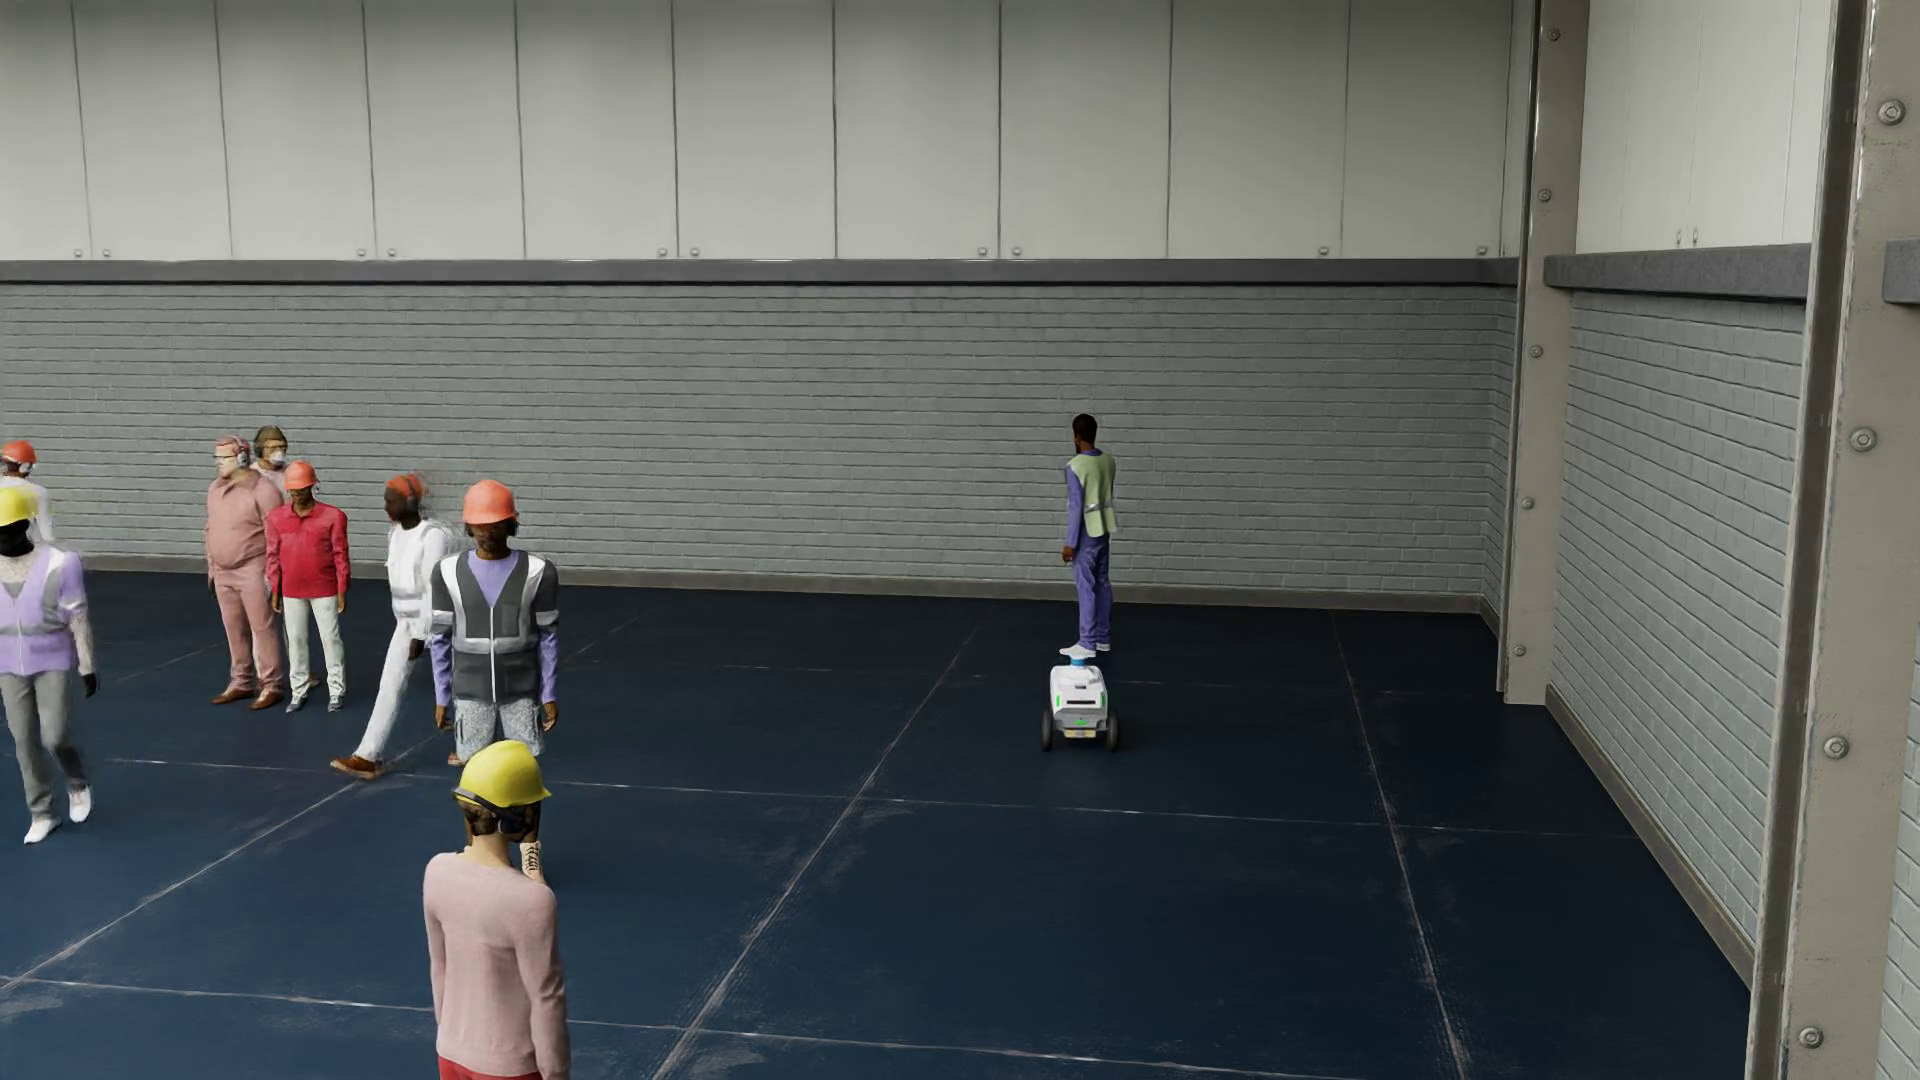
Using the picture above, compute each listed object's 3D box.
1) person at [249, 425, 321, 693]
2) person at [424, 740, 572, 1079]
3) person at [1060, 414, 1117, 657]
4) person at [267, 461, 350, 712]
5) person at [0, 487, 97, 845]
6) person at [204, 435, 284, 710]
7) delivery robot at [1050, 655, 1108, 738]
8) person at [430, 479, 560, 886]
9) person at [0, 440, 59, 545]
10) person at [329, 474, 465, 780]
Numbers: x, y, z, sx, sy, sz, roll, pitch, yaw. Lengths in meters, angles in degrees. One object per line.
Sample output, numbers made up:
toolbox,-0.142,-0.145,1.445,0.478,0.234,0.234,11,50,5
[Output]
person,-4.932,0.134,11.998,0.365,1.939,0.630,7,12,38
person,-1.253,1.420,4.612,0.528,1.759,0.337,7,11,36
person,1.020,-0.032,13.081,0.399,1.916,0.590,7,12,37
person,-4.476,0.320,11.423,0.563,1.746,0.348,0,9,-2
person,-4.919,0.660,8.804,0.620,1.911,0.443,-1,9,-6
person,-4.981,0.224,11.527,0.651,1.906,0.403,4,10,24
delivery robot,0.762,0.984,10.706,0.477,0.478,0.707,0,9,1
person,-2.236,0.721,8.041,0.608,2.044,0.370,-2,9,-10
person,-7.225,0.100,12.787,0.585,1.738,0.474,1,9,6
person,-3.279,0.523,9.963,0.578,1.819,1.030,7,11,37
